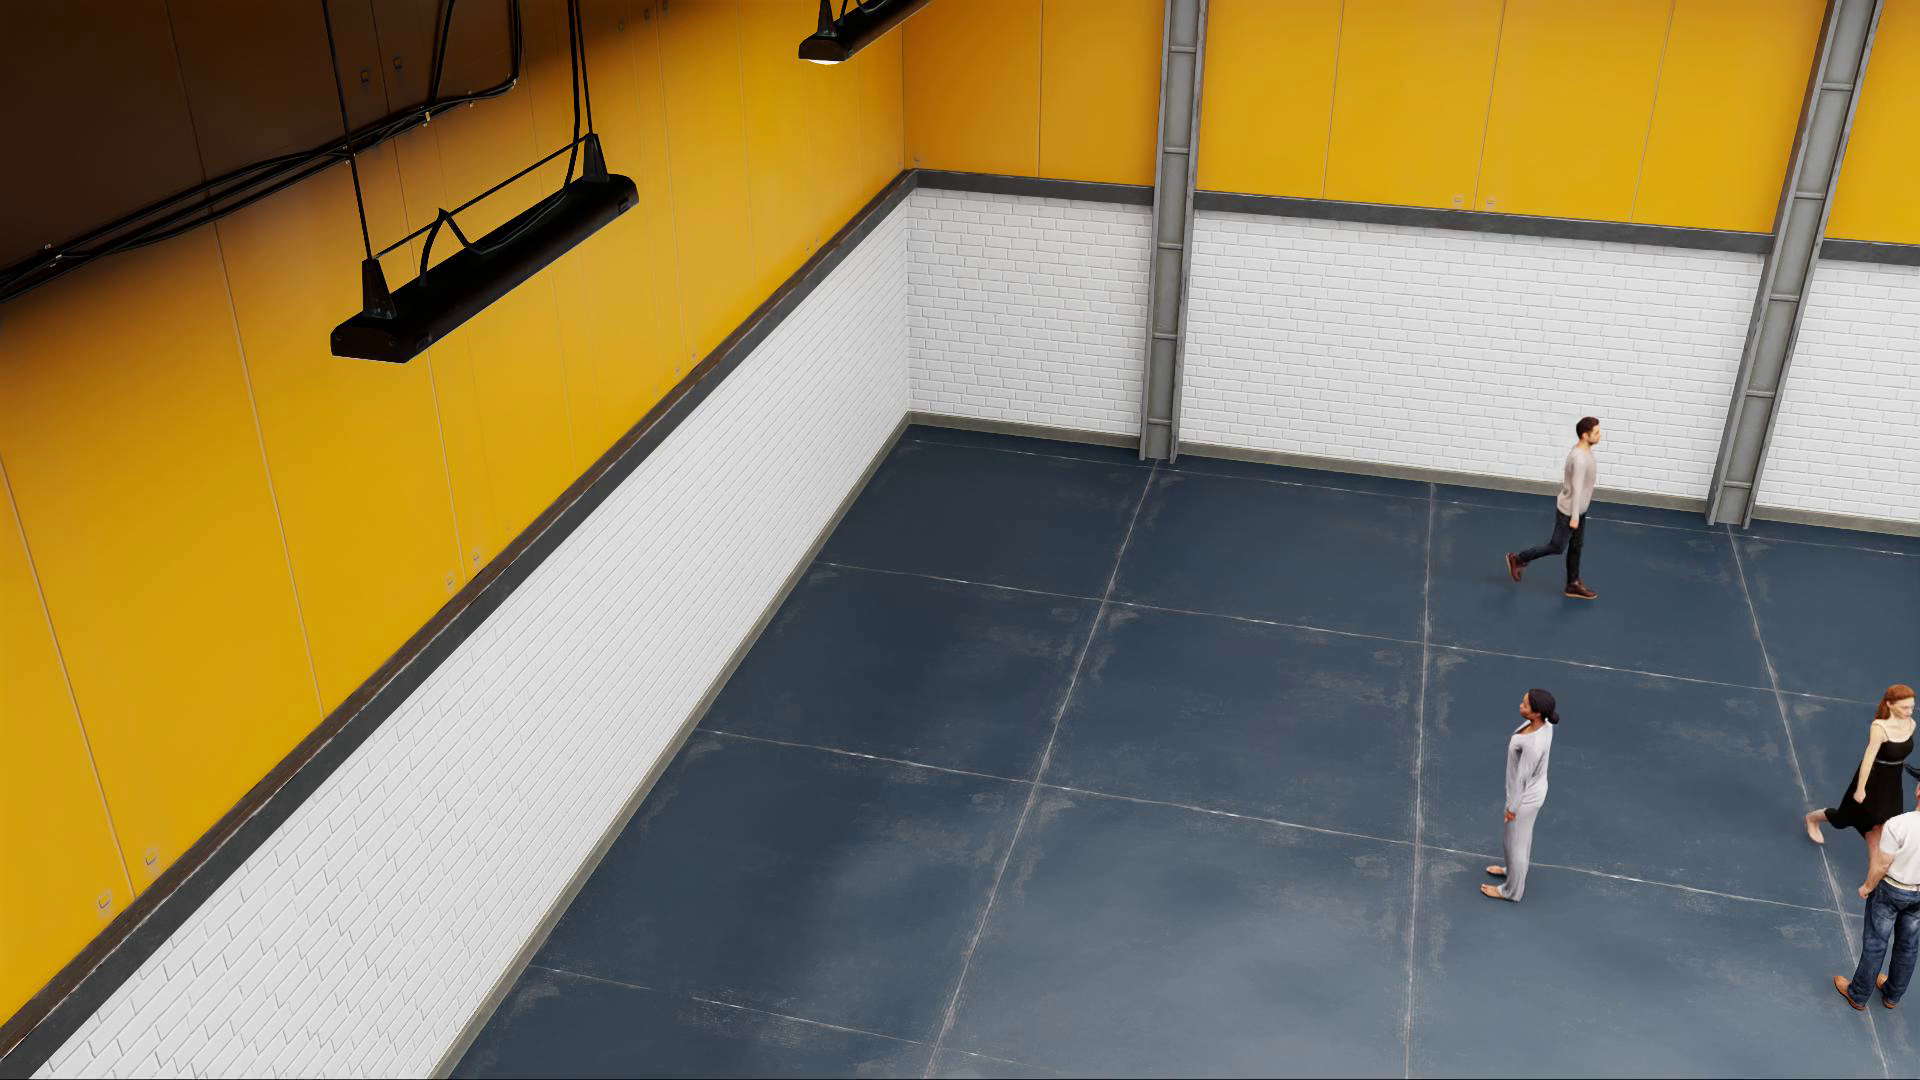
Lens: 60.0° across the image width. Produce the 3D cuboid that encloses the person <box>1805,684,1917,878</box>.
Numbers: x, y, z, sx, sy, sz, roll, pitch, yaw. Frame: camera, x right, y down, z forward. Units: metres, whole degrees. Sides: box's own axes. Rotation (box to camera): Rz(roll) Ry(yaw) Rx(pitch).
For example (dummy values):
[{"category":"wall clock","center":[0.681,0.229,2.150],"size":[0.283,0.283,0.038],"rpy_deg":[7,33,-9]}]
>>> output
[{"category":"person","center":[6.666,1.736,12.219],"size":[1.073,1.592,1.002],"rpy_deg":[-8,30,-14]}]

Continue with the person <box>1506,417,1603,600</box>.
[{"category":"person","center":[5.687,-0.304,15.691],"size":[1.169,1.849,0.826],"rpy_deg":[13,31,23]}]

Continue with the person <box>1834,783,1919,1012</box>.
[{"category":"person","center":[6.183,2.307,10.897],"size":[0.608,1.856,0.778],"rpy_deg":[0,29,0]}]

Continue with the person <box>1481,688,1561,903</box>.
[{"category":"person","center":[4.064,1.806,11.943],"size":[0.602,1.733,0.658],"rpy_deg":[14,32,24]}]
